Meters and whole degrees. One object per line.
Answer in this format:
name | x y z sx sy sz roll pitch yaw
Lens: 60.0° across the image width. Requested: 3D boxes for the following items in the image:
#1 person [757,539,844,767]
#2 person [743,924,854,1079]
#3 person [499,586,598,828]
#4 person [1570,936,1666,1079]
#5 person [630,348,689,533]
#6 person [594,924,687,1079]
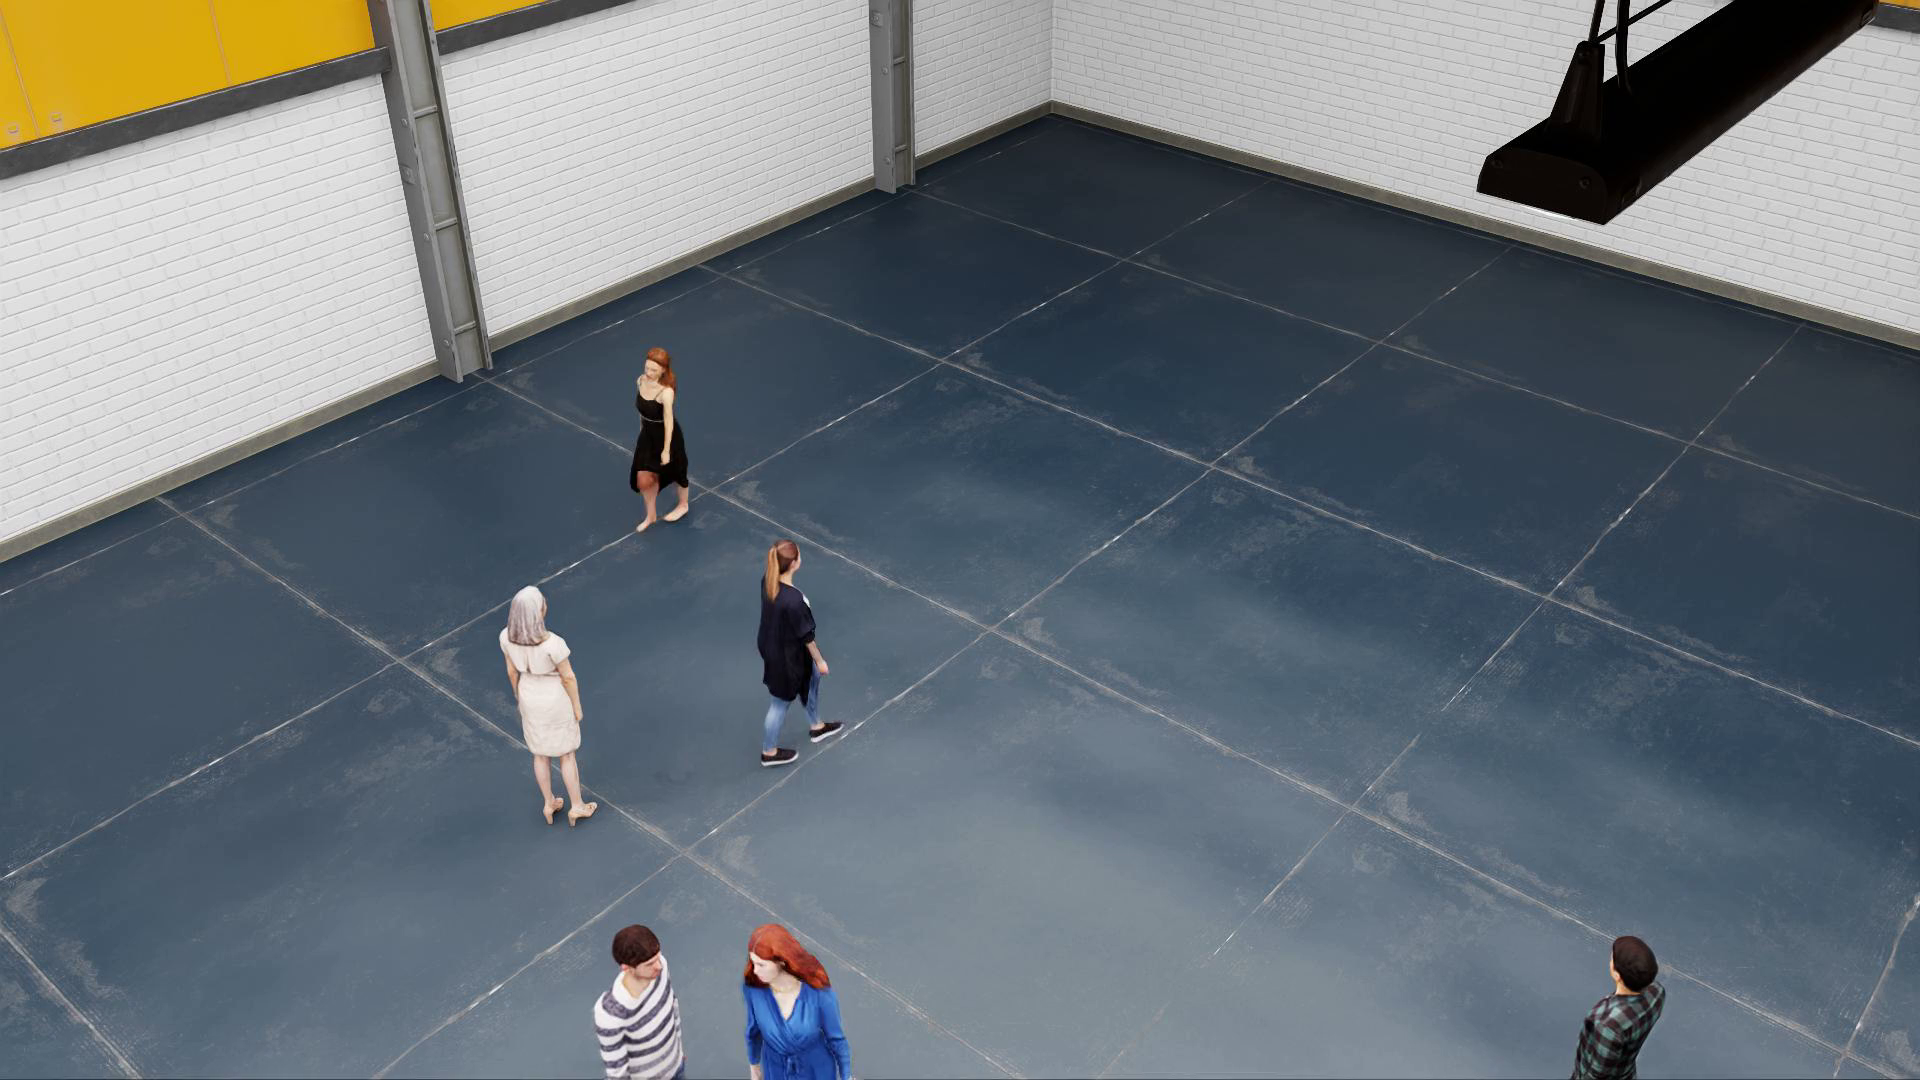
person | -1.180 0.762 10.512 0.955 1.658 0.826 -13 36 -19
person | -0.743 2.477 7.810 0.895 1.791 0.975 -1 34 -2
person | -2.491 1.018 10.056 0.680 1.736 0.684 9 35 13
person | 3.086 2.554 7.992 0.513 1.710 0.738 -28 43 -35
person | -2.294 -0.809 12.930 0.756 1.596 0.620 -28 43 -35
person | -1.474 2.476 7.764 0.751 1.844 0.547 15 37 22
